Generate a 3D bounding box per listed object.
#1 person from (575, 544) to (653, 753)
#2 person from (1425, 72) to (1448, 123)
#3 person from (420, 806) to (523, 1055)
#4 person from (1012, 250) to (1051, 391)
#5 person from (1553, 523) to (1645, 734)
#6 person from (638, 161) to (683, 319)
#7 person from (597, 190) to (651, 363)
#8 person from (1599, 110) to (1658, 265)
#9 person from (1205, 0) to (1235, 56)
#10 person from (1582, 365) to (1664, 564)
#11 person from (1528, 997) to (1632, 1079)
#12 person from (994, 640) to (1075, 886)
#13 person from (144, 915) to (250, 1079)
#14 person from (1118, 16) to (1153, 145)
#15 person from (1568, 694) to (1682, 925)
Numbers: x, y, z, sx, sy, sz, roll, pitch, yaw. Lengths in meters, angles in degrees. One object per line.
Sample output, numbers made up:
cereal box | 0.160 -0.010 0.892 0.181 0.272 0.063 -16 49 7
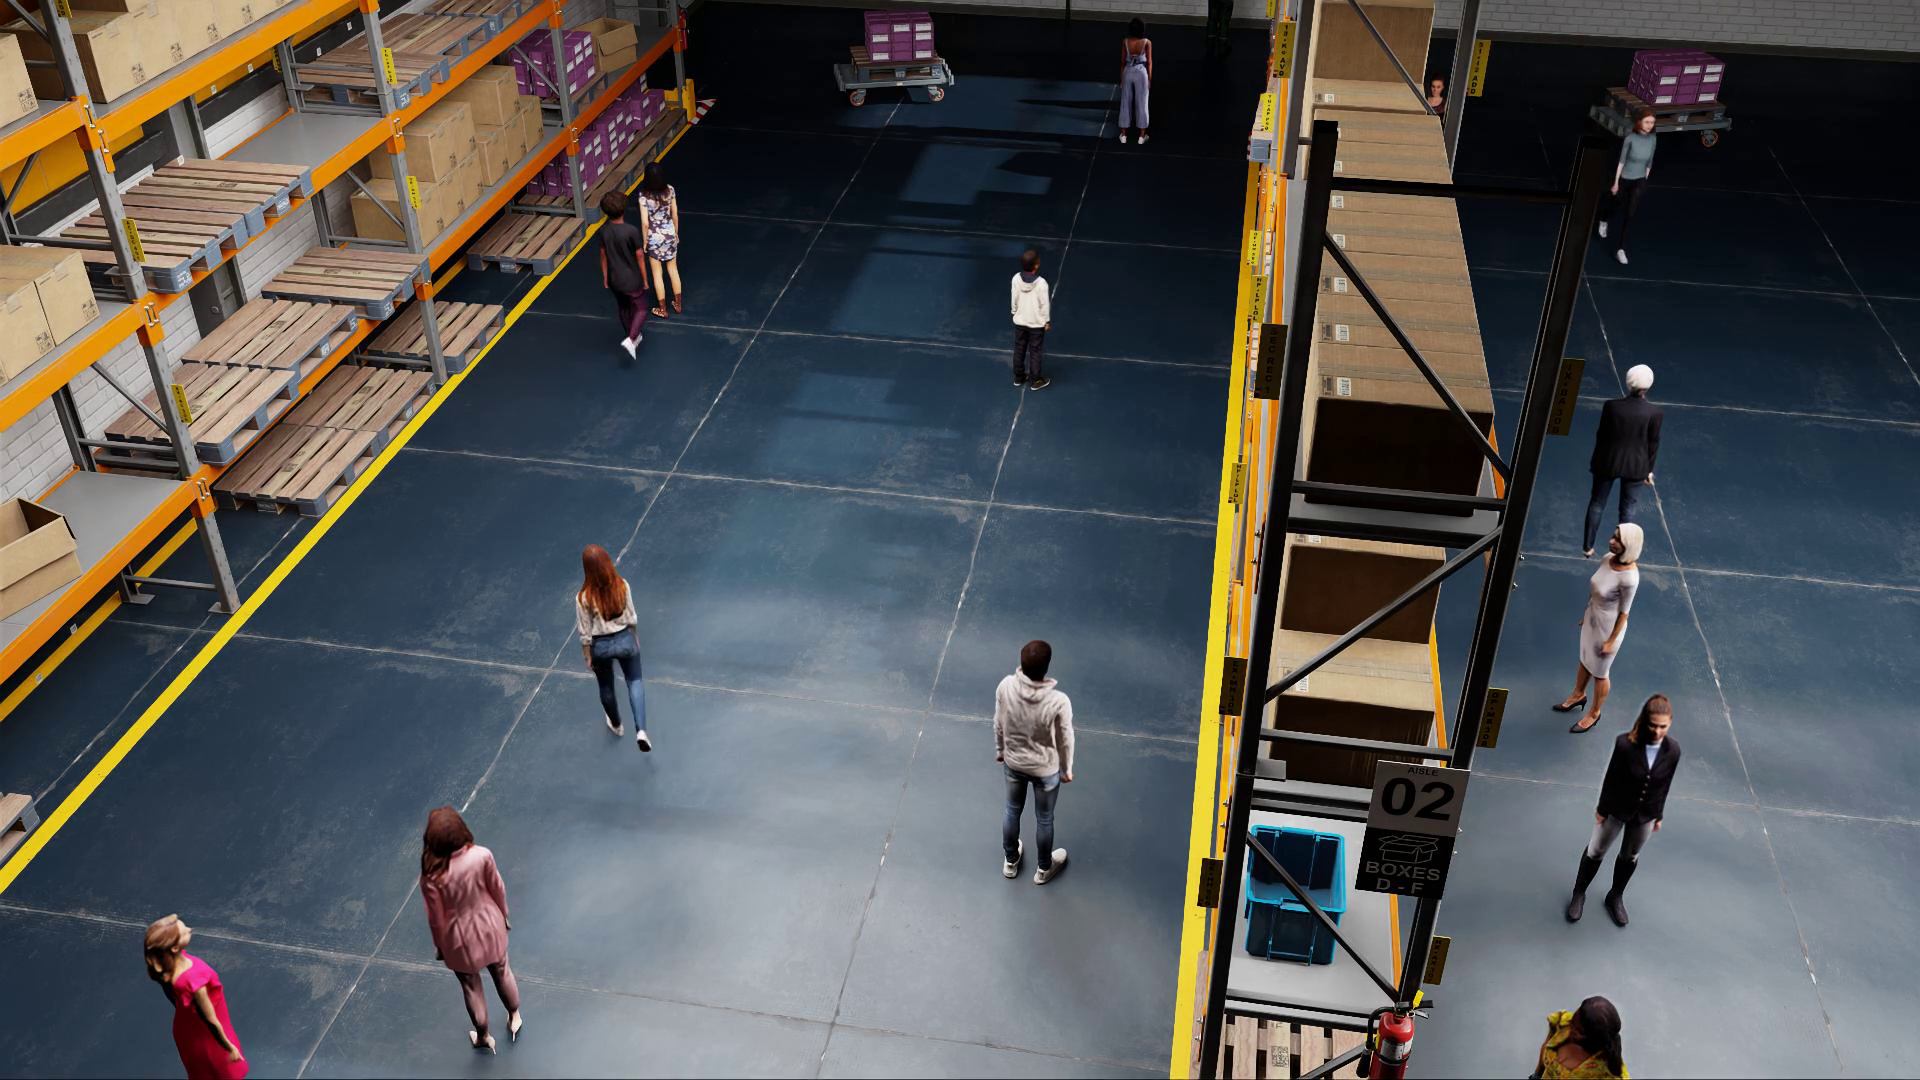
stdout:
person | -2.433 0.790 11.771 0.883 1.715 1.021 -14 36 -20
person | 5.711 -4.875 20.330 0.561 1.674 0.542 5 34 8
person | -2.788 2.246 9.501 0.678 1.801 0.737 -21 39 -28
person | 0.688 -2.182 16.475 0.646 1.455 0.638 19 38 26
person | 4.646 0.616 11.998 0.686 1.752 0.555 -6 34 -9
person | -3.196 -3.210 17.772 0.660 1.734 0.729 -23 40 -31
person | -3.420 -2.658 16.914 0.623 1.762 0.930 6 34 9
person | 7.664 -4.110 19.140 0.704 1.716 1.144 0 34 0
person | 3.998 -8.392 25.468 0.722 1.843 0.718 19 38 27
person | 5.196 -0.567 12.961 0.778 1.780 0.680 15 36 21
person | 3.143 2.942 8.582 1.058 1.659 0.955 -14 36 -20
person | 0.451 1.424 10.692 0.710 1.851 0.622 11 35 16
person | -4.071 2.667 8.934 0.663 1.728 0.683 24 40 31
person | 2.343 -6.147 22.224 0.583 1.696 0.528 8 34 11
person | 4.181 1.700 10.389 0.555 1.728 0.517 6 34 8
